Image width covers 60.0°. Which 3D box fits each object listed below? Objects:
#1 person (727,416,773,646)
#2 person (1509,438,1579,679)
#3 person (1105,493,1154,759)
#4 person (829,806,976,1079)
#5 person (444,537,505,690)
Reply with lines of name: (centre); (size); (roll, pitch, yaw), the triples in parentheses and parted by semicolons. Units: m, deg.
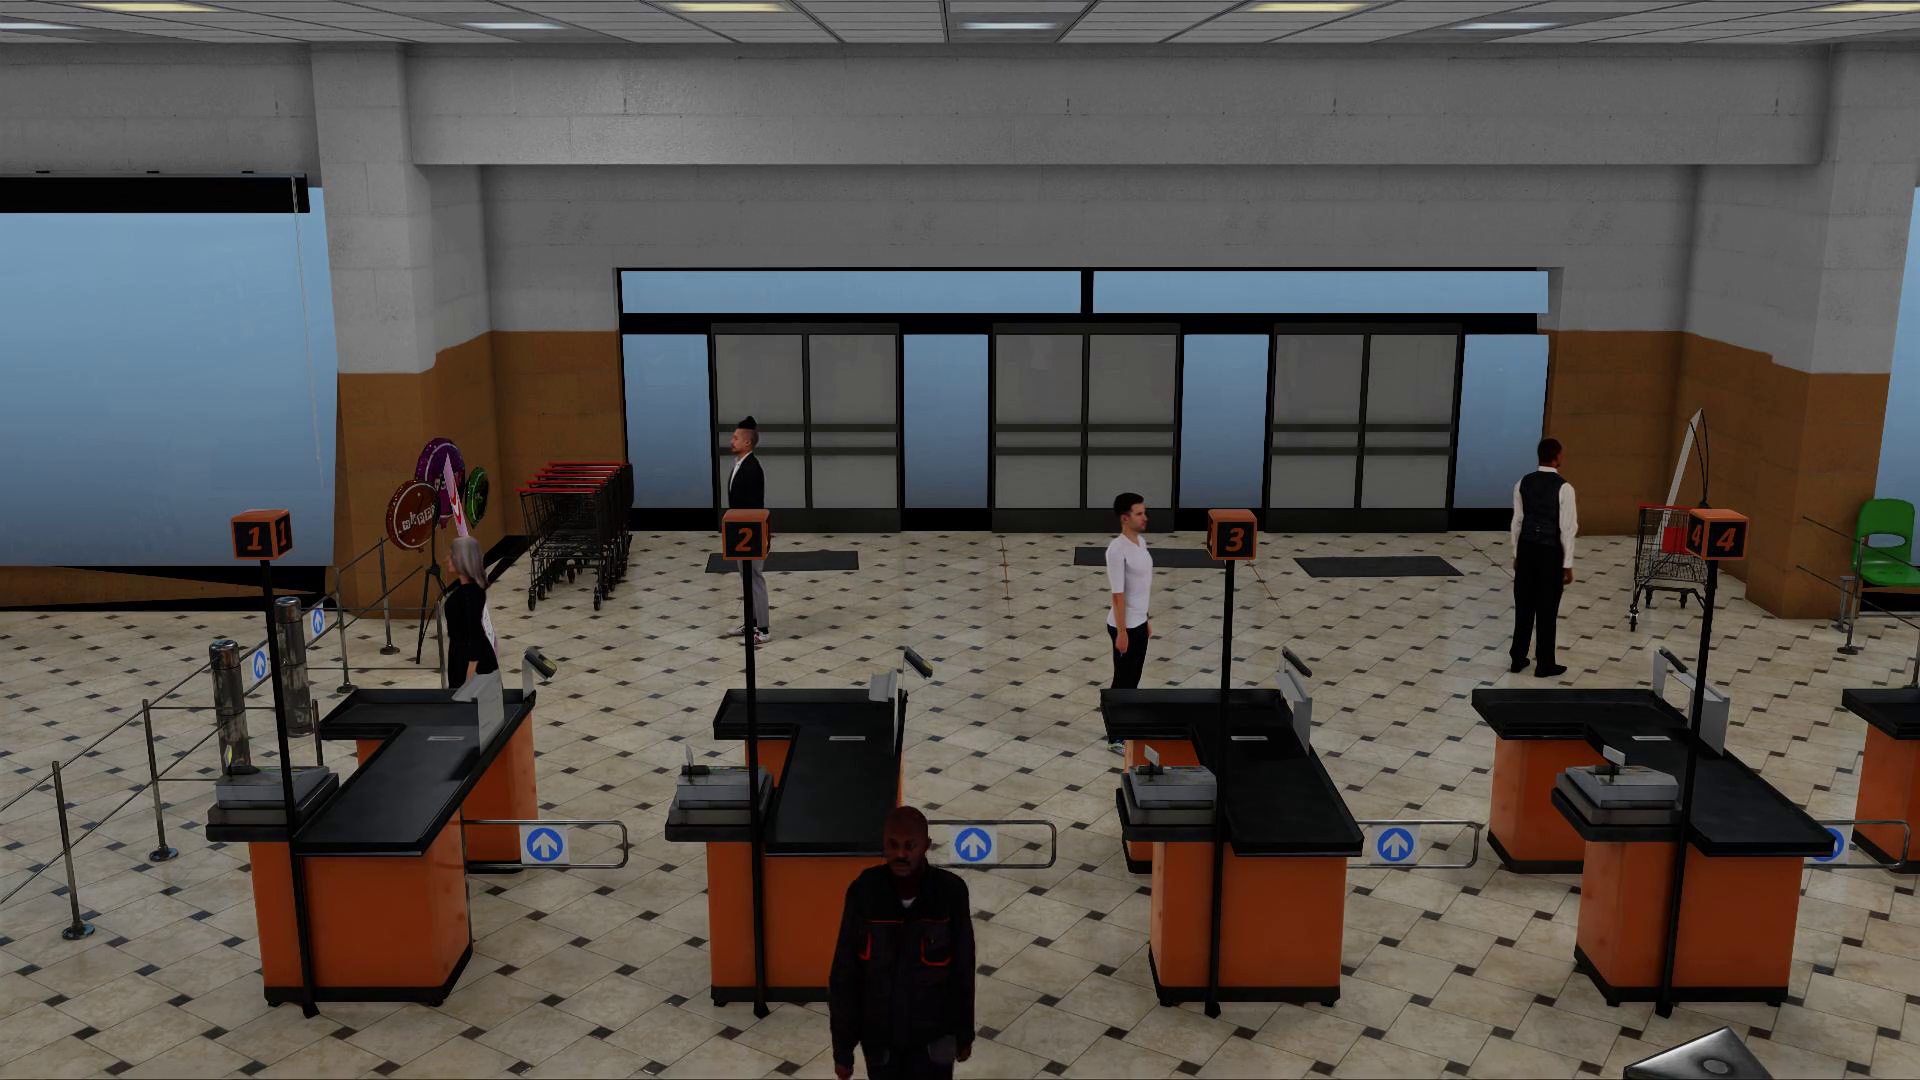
person: (-1.794, -0.089, 14.172); (0.852, 1.950, 0.683); (-6, 15, -23)
person: (4.654, 0.132, 13.326); (0.831, 1.918, 0.761); (-12, 18, -41)
person: (1.178, 0.574, 11.646); (0.809, 1.852, 0.675); (7, 15, 26)
person: (-0.198, 1.845, 6.508); (0.763, 1.805, 1.210); (1, 14, 4)
person: (-3.180, 0.822, 10.846); (0.735, 1.747, 0.617); (-5, 15, -20)
